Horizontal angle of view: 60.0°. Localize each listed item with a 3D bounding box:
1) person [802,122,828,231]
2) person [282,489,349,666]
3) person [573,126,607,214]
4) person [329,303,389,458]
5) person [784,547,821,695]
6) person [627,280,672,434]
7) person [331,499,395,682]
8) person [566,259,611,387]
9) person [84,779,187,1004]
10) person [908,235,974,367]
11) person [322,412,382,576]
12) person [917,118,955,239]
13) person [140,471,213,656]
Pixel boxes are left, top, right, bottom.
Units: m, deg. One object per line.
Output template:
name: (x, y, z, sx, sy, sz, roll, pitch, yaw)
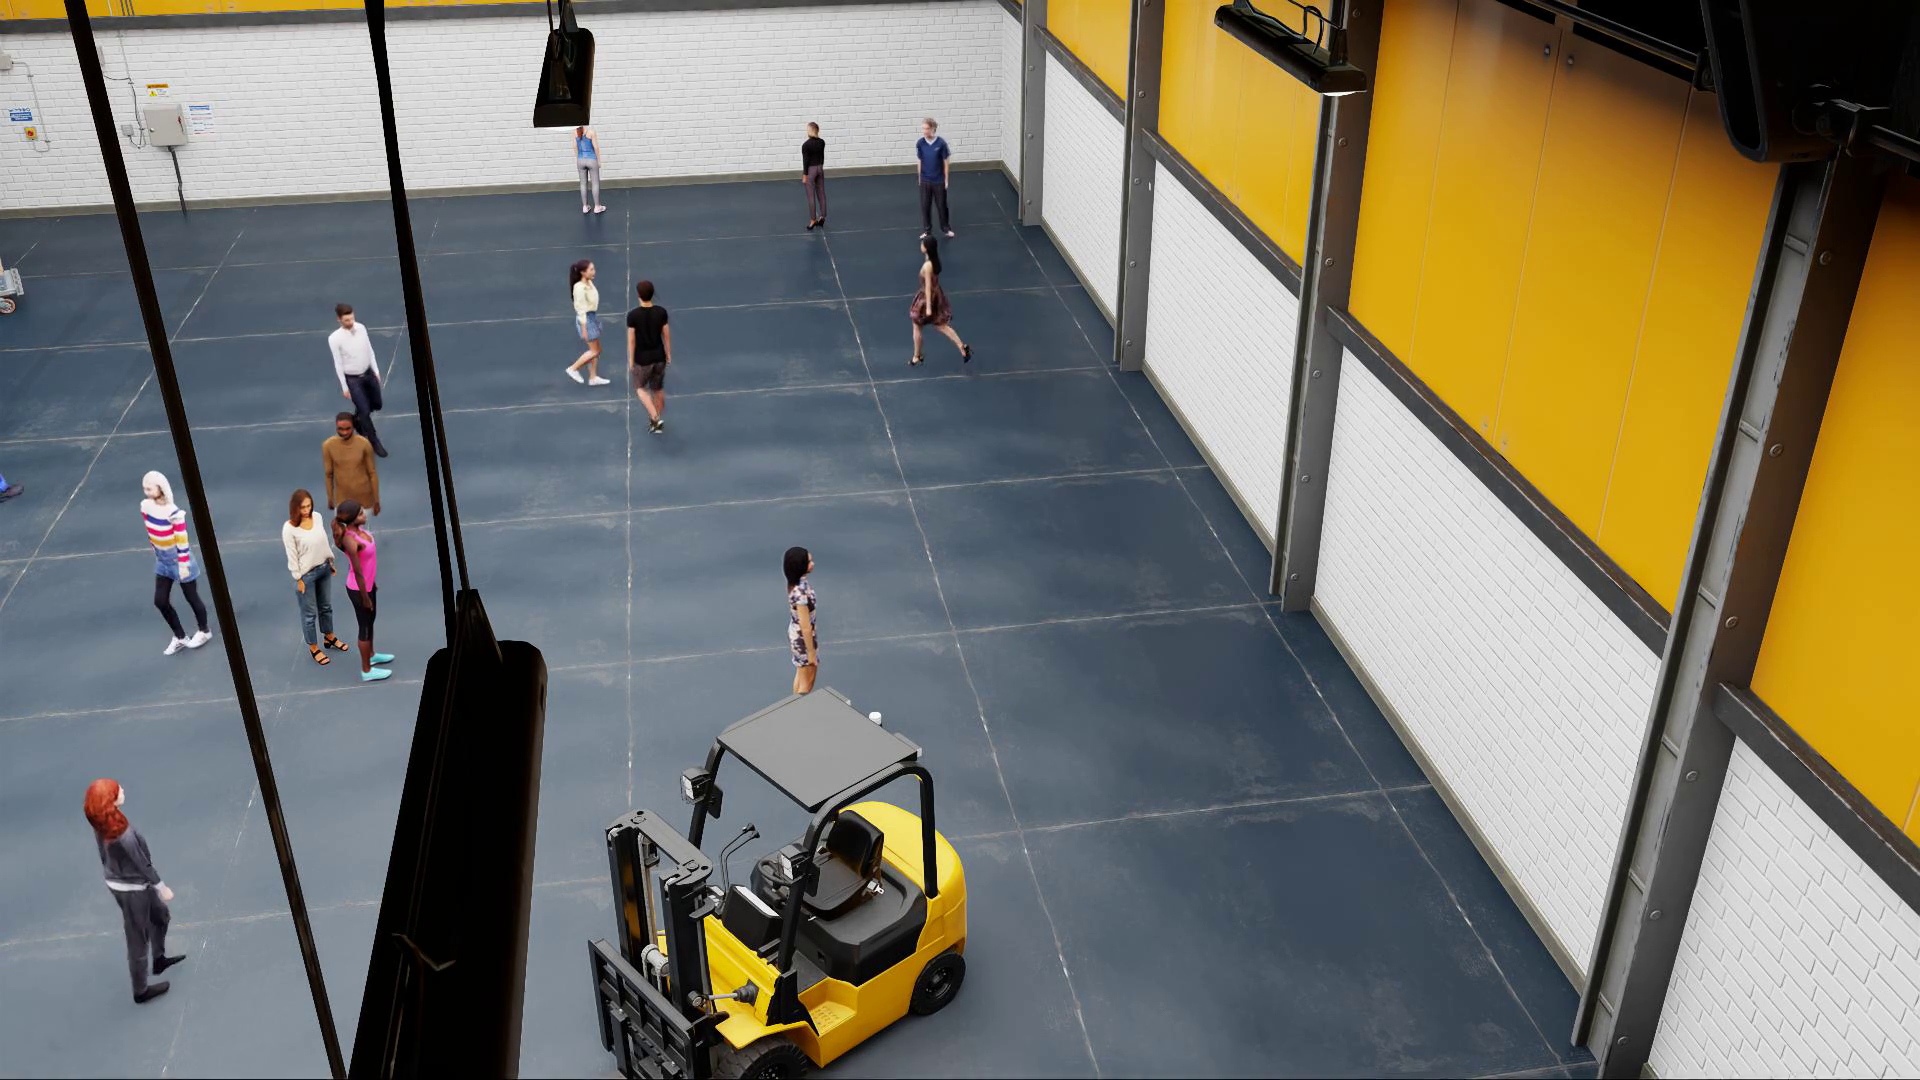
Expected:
person: (-2.253, -5.651, 25.791, 0.715, 1.672, 0.673, 22, 35, 34)
person: (-5.808, 0.293, 14.888, 0.761, 1.677, 0.673, 13, 31, 23)
person: (-5.950, -6.033, 26.557, 0.631, 1.608, 0.623, 5, 29, 8)
person: (-6.793, -1.838, 18.623, 1.105, 1.841, 1.028, 18, 33, 30)
person: (-1.299, 0.828, 13.848, 0.664, 1.733, 0.442, -6, 29, -10)
person: (-3.525, -2.044, 18.992, 0.835, 1.848, 0.922, -17, 33, -28)
person: (-5.259, 0.415, 14.617, 0.587, 1.722, 0.466, -5, 29, -9)
person: (-4.625, -2.640, 20.326, 0.726, 1.617, 0.686, -1, 29, -3)
person: (-5.552, 2.366, 11.002, 0.752, 1.758, 0.809, 22, 36, 35)
person: (-0.277, -2.911, 20.692, 1.014, 1.744, 1.130, 9, 30, 16)
person: (-5.865, -0.449, 16.123, 0.693, 1.796, 0.624, -6, 29, -12)
person: (-0.369, -5.500, 25.324, 0.825, 1.853, 0.823, 2, 29, 4)
person: (-7.023, 0.156, 15.015, 0.825, 1.796, 0.873, 11, 30, 19)
